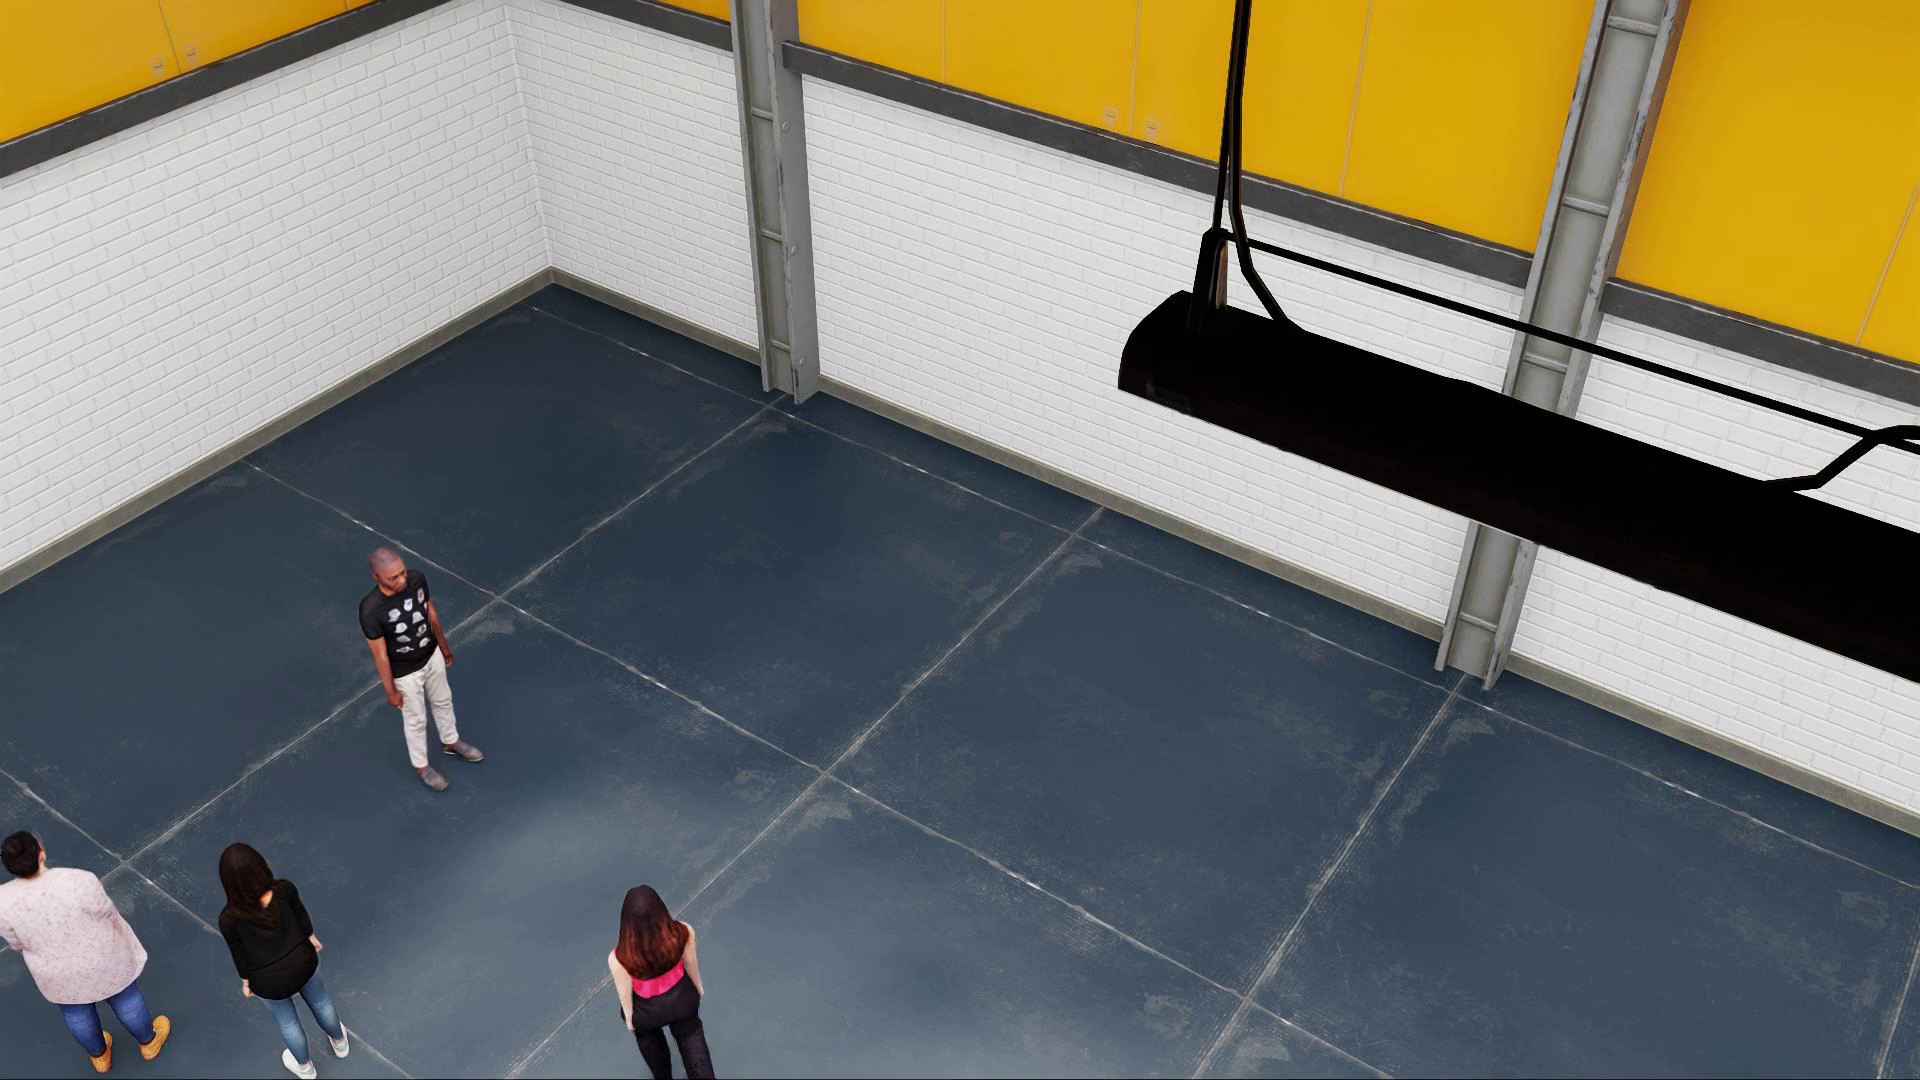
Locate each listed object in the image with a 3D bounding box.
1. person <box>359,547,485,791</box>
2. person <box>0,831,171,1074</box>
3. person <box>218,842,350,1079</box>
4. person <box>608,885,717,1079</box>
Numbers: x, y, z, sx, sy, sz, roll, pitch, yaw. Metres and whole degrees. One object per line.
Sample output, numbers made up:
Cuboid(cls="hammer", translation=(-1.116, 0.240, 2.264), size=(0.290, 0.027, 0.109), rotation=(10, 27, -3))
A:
Cuboid(cls="person", translation=(-3.331, 0.741, 10.103), size=(0.627, 1.802, 0.673), rotation=(20, 43, 23))
Cuboid(cls="person", translation=(-4.505, 2.088, 8.462), size=(0.797, 1.744, 0.835), rotation=(-11, 40, -13))
Cuboid(cls="person", translation=(-3.463, 2.148, 8.465), size=(0.612, 1.646, 0.571), rotation=(-31, 48, -33))
Cuboid(cls="person", translation=(-1.454, 2.342, 8.228), size=(0.862, 1.639, 1.044), rotation=(-18, 42, -21))
